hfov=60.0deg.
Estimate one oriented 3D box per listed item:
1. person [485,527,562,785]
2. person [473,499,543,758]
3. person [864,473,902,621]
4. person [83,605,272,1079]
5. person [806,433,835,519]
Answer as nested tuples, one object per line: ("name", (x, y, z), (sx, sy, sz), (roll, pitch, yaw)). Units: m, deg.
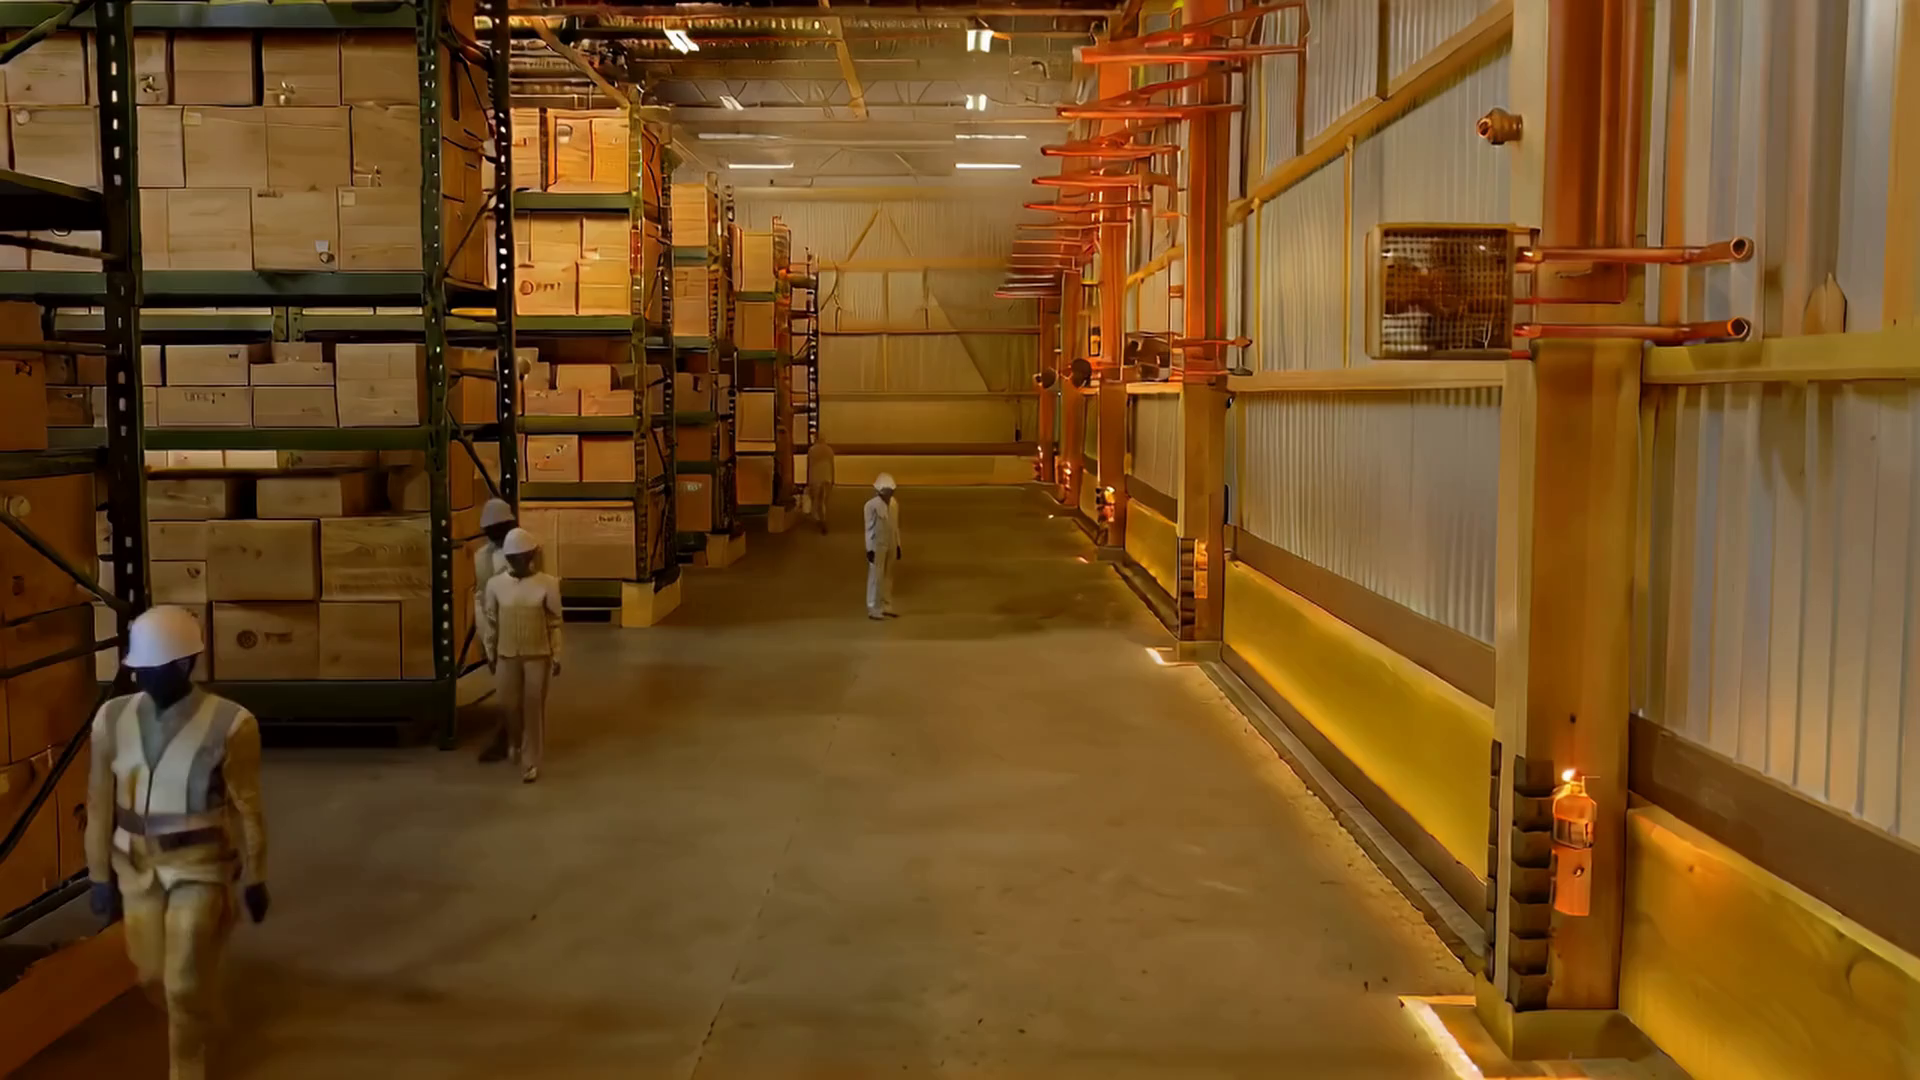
("person", (-2.976, 0.776, 11.395), (0.528, 1.756, 0.483), (0, 5, -1))
("person", (-3.360, 0.637, 12.278), (0.559, 1.871, 1.004), (1, 5, 15))
("person", (-0.882, 0.077, 19.574), (0.354, 1.743, 0.576), (4, 7, 42))
("person", (-2.764, 1.161, 5.966), (0.591, 1.913, 0.853), (1, 5, 6))
("person", (-3.036, -1.381, 35.943), (0.681, 1.840, 1.020), (-2, 5, -19))
